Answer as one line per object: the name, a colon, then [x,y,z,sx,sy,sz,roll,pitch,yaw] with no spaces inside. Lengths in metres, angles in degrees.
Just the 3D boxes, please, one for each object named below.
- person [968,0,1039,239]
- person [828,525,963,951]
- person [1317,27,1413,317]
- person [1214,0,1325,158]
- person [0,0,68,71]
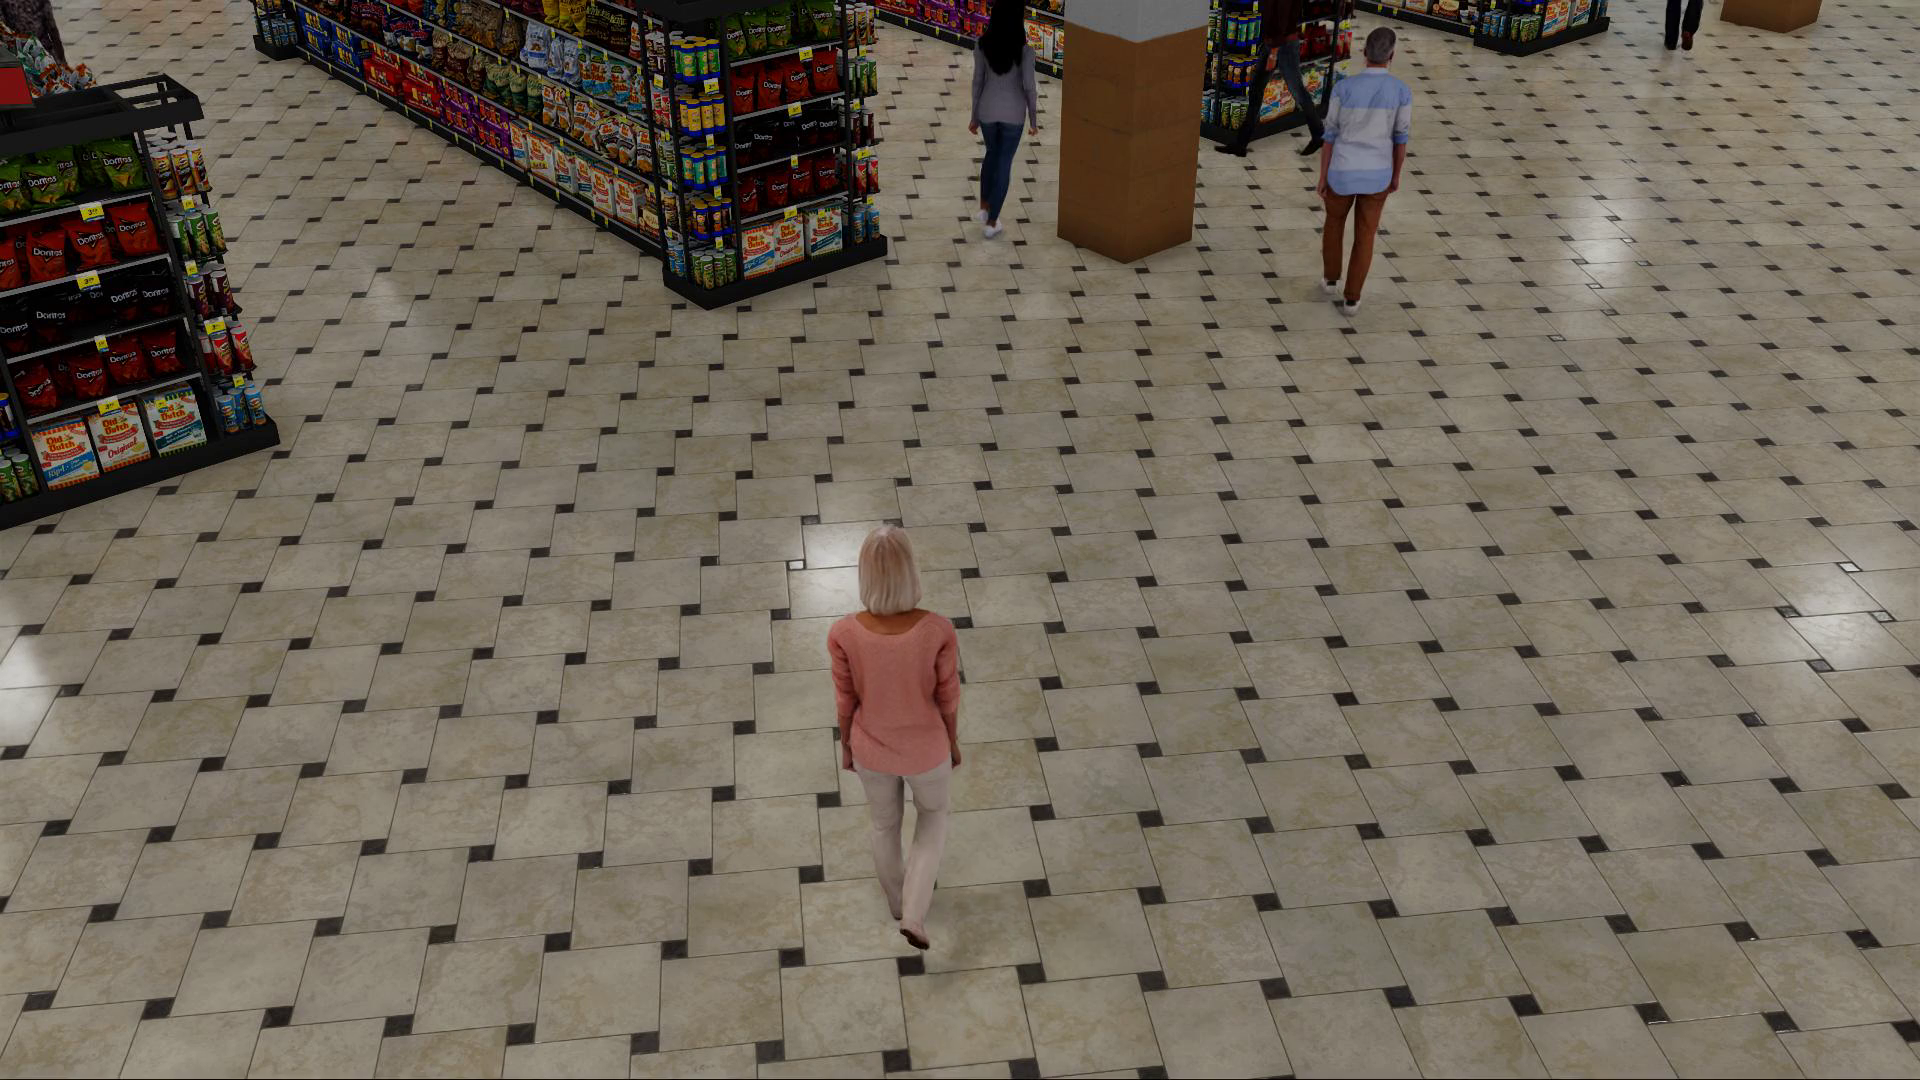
person: [0.262,-2.934,11.705,0.689,1.721,0.792,10,33,16]
person: [-0.213,0.753,5.786,0.877,1.714,0.945,1,32,2]
person: [2.550,-2.304,10.611,0.893,1.806,0.956,7,33,11]
person: [2.638,-3.864,13.198,1.126,1.723,1.224,-7,33,-12]
person: [-7.095,-3.637,12.852,0.595,1.702,0.711,-28,41,-37]
